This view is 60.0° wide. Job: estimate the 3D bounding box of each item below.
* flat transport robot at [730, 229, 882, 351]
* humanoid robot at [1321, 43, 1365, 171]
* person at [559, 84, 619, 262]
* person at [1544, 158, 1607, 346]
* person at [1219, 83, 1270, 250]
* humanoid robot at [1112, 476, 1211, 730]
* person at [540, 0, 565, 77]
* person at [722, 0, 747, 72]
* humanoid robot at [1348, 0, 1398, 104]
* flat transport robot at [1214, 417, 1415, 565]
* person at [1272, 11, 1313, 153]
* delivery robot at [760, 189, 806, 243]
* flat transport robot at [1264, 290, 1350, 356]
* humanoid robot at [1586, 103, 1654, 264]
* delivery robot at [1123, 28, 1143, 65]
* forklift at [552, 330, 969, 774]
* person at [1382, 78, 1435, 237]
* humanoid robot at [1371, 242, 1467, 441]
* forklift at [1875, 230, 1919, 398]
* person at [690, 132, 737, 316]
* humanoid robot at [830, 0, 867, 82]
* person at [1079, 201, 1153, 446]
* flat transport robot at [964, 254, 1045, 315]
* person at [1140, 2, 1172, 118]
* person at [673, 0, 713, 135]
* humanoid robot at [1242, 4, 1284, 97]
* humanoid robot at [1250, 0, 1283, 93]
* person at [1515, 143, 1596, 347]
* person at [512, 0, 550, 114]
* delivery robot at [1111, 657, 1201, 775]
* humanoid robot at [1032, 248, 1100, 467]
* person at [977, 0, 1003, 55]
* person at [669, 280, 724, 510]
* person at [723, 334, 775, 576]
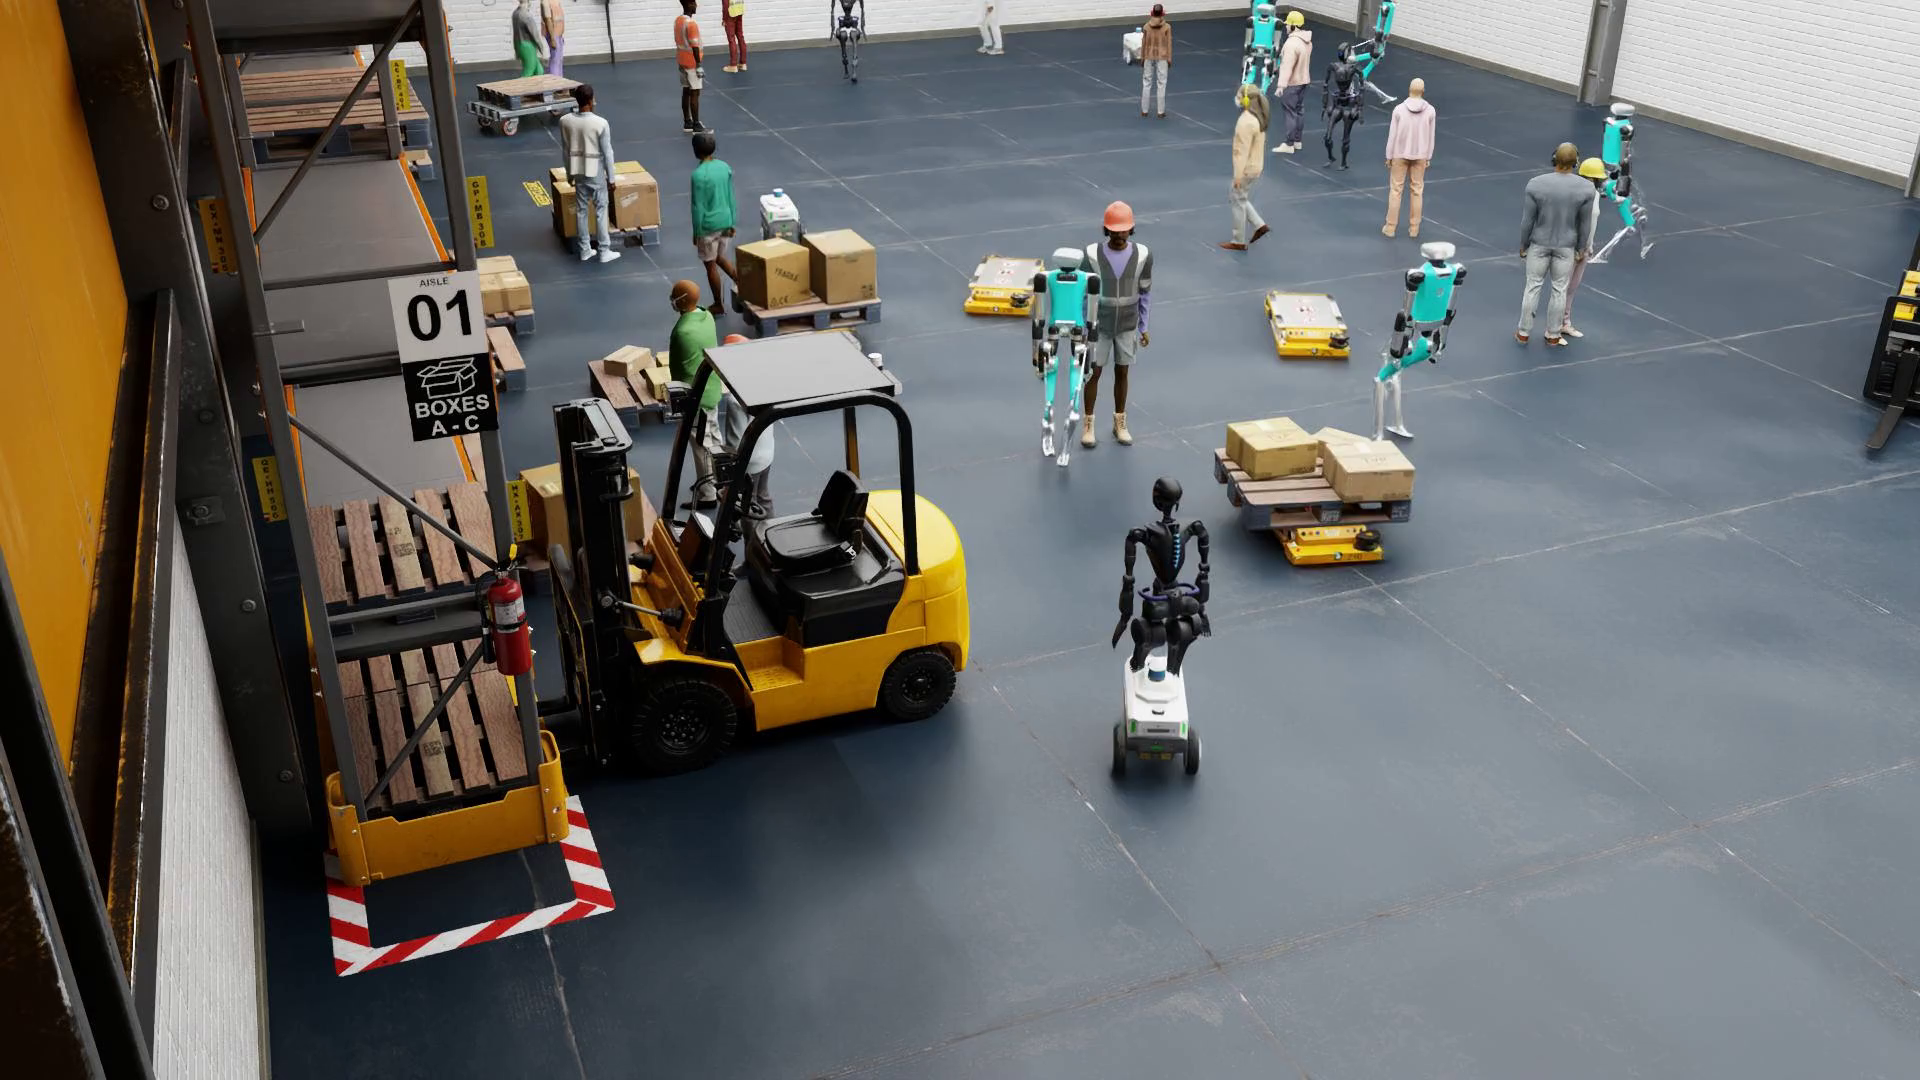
[{"bbox_3d":[-1.503,-2.084,16.133,0.659,0.231,1.431,-11,29,-21],"label":"flat transport robot"},{"bbox_3d":[4.996,-5.632,21.634,0.609,1.641,0.373,18,32,32],"label":"humanoid robot"},{"bbox_3d":[-4.019,-3.966,18.055,0.595,1.909,0.407,8,28,16],"label":"person"},{"bbox_3d":[5.854,-2.744,15.776,0.524,1.770,0.305,-24,35,-39],"label":"person"},{"bbox_3d":[3.162,-4.107,18.389,0.471,1.857,0.584,10,28,19],"label":"person"},{"bbox_3d":[1.182,0.432,9.569,0.608,1.631,0.445,-10,28,-18],"label":"humanoid robot"},{"bbox_3d":[-6.262,-7.769,25.685,0.390,1.846,0.565,0,27,0],"label":"person"},{"bbox_3d":[-3.756,-8.672,27.560,0.378,1.775,0.466,19,32,33],"label":"person"},{"bbox_3d":[6.168,-7.421,25.137,1.033,1.745,0.551,11,29,21],"label":"humanoid robot"},{"bbox_3d":[2.596,-0.224,12.433,0.659,0.231,1.431,-3,27,-6],"label":"flat transport robot"},{"bbox_3d":[4.533,-6.206,22.568,0.442,1.858,0.796,15,30,28],"label":"person"},{"bbox_3d":[-2.069,-3.712,19.048,0.499,0.590,0.793,-7,28,-13],"label":"delivery robot"},{"bbox_3d":[3.365,-2.113,16.191,0.659,0.231,1.431,2,27,3],"label":"flat transport robot"},{"bbox_3d":[7.344,-3.834,18.022,0.914,1.794,0.548,-3,27,-6],"label":"humanoid robot"},{"bbox_3d":[3.056,-8.441,28.475,0.499,0.609,0.813,-5,27,-10],"label":"delivery robot"},{"bbox_3d":[-1.094,0.010,9.831,2.313,2.155,1.214,-10,28,-20],"label":"forklift"},{"bbox_3d":[5.108,-4.335,18.924,0.527,1.782,0.404,2,27,4],"label":"person"},{"bbox_3d":[3.650,-1.641,13.585,0.532,1.754,0.741,-10,28,-19],"label":"humanoid robot"},{"bbox_3d":[9.029,-2.397,14.618,1.214,2.155,2.313,18,32,32],"label":"forklift"},{"bbox_3d":[-2.391,-3.092,16.402,0.471,1.836,0.507,15,30,28],"label":"person"},{"bbox_3d":[-1.811,-8.242,26.840,0.602,1.628,0.726,1,27,2],"label":"humanoid robot"},{"bbox_3d":[1.249,-1.741,13.478,0.607,2.044,0.389,-2,27,-5],"label":"person"},{"bbox_3d":[0.476,-2.651,17.261,0.659,0.231,1.431,4,27,8],"label":"flat transport robot"},{"bbox_3d":[2.877,-7.051,24.480,0.462,1.648,0.327,7,28,15],"label":"person"},{"bbox_3d":[-3.802,-6.741,23.508,0.369,1.966,0.600,-16,31,-29],"label":"person"},{"bbox_3d":[4.194,-6.569,23.510,0.536,1.870,0.745,10,28,19],"label":"humanoid robot"},{"bbox_3d":[4.934,-7.835,25.980,0.901,1.807,0.552,-17,31,-30],"label":"humanoid robot"},{"bbox_3d":[5.567,-2.764,15.629,0.630,1.940,0.373,9,28,17],"label":"person"},{"bbox_3d":[-6.352,-7.315,24.799,0.771,1.819,0.565,-18,32,-32],"label":"person"},{"bbox_3d":[1.134,0.992,9.688,0.499,0.587,0.787,1,27,3],"label":"delivery robot"},{"bbox_3d":[0.809,-1.353,13.053,0.535,1.760,0.901,3,27,6],"label":"humanoid robot"},{"bbox_3d":[0.544,-9.358,28.839,0.536,1.849,0.594,-12,29,-23],"label":"person"},{"bbox_3d":[-1.972,-1.087,12.465,0.387,1.784,0.537,4,27,8],"label":"person"},{"bbox_3d":[-1.477,-0.586,11.512,0.352,1.742,0.572,8,28,15],"label":"person"}]
